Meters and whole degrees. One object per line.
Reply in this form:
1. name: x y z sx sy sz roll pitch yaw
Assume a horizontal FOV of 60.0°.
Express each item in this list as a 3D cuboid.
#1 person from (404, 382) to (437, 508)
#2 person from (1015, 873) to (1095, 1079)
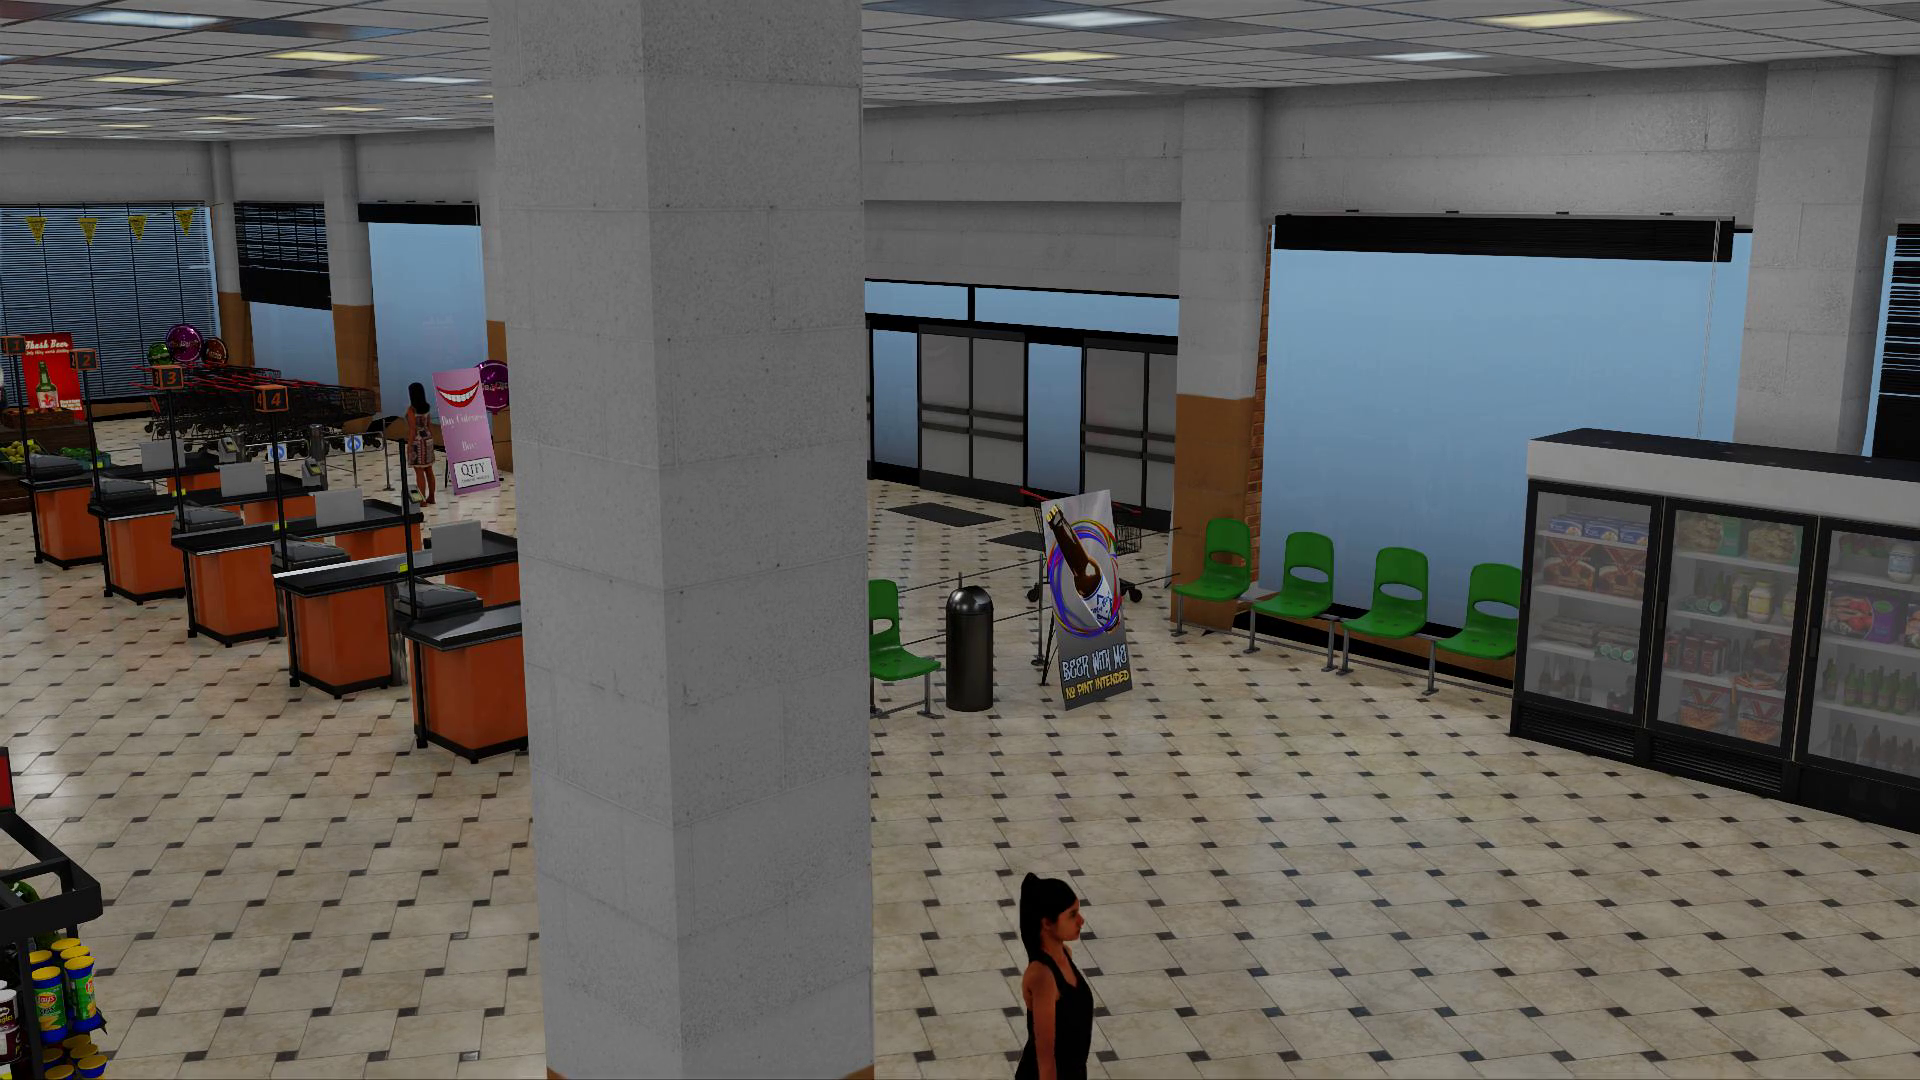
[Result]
1. person: -7.134 -1.271 21.995 0.783 1.645 0.635 4 12 18
2. person: 0.276 2.048 6.230 0.900 1.648 0.909 3 12 14
